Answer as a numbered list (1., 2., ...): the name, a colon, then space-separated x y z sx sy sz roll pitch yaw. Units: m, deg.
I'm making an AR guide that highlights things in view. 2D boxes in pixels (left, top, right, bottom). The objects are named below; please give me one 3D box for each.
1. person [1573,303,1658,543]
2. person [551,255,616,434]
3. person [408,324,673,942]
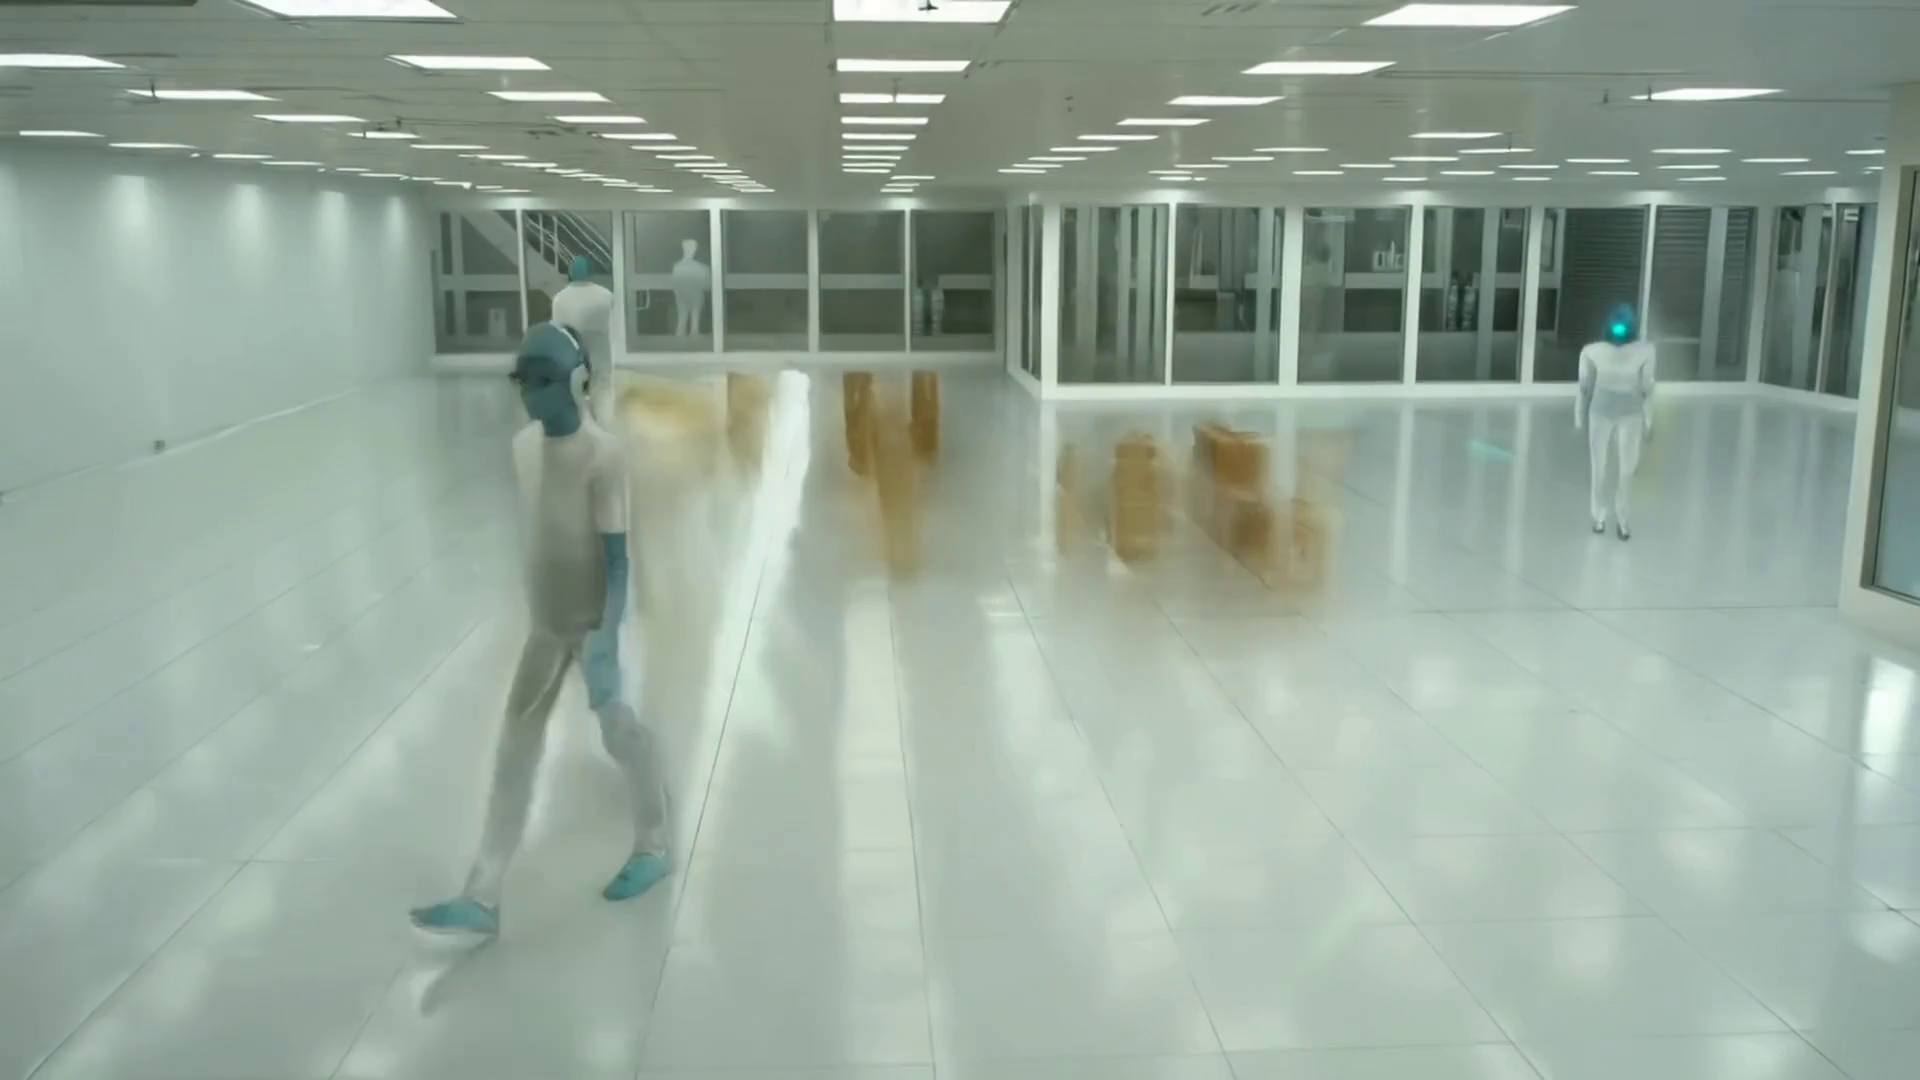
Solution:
1. person: 4.416 -0.786 11.236 0.525 1.602 0.726 4 11 20
2. person: -3.518 -1.735 15.647 0.636 1.870 0.950 -5 12 -27
3. person: -1.191 0.281 4.918 0.560 1.815 0.977 7 13 33
